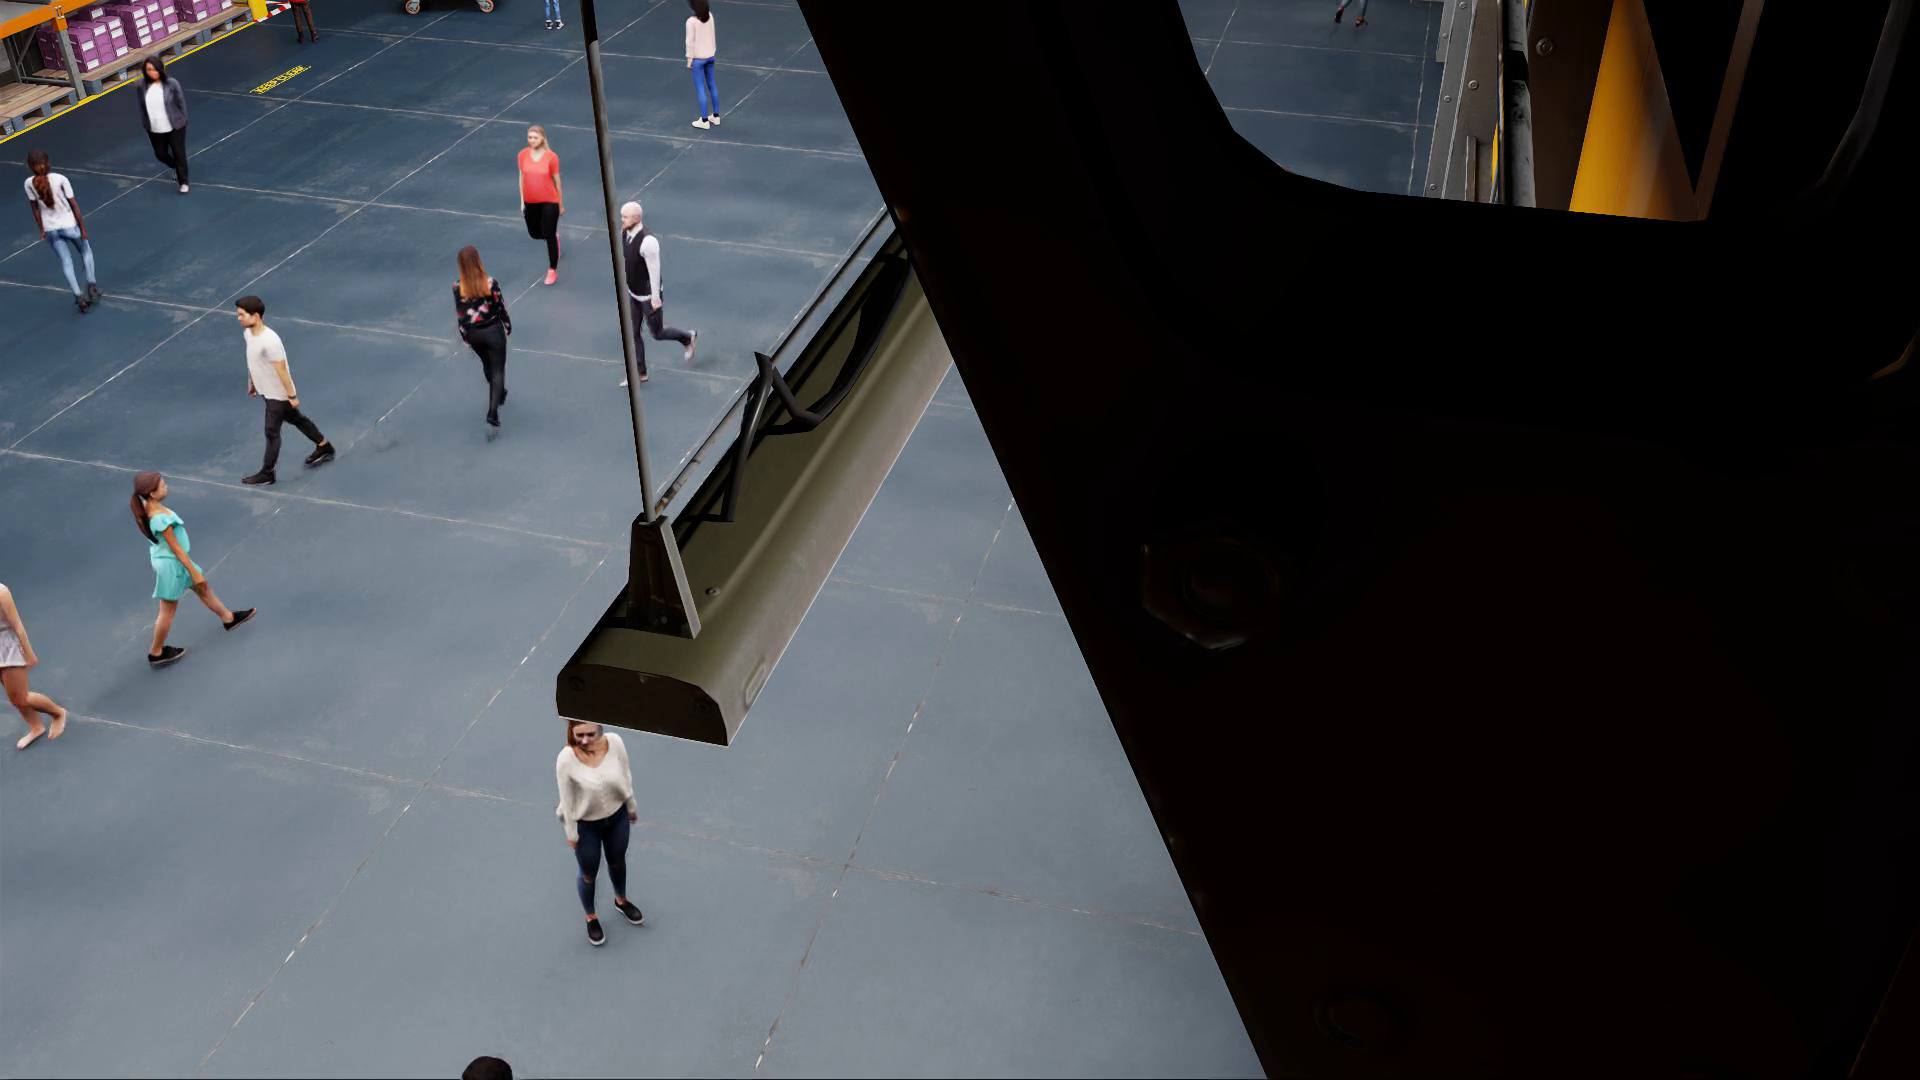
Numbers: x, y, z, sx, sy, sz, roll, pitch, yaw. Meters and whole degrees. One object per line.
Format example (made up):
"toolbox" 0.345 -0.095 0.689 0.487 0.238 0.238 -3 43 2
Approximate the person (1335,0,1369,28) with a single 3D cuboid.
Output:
"person" 6.003 -8.581 25.154 0.991 1.666 0.907 -21 39 -29

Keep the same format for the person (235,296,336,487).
"person" -5.773 -1.317 14.214 1.182 1.680 1.031 -25 41 -33

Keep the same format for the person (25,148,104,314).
"person" -9.128 -3.119 16.894 0.754 1.714 0.811 -9 35 -13

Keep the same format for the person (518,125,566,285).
"person" -4.407 -3.596 17.642 0.694 1.681 0.970 3 34 5

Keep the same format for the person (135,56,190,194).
"person" -9.435 -4.955 19.773 0.857 1.585 0.946 -7 34 -10

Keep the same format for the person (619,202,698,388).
"person" -2.890 -2.309 15.602 1.216 1.795 1.029 -28 43 -36

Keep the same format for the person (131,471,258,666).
"person" -5.774 0.226 12.041 1.127 1.516 0.943 -26 42 -34

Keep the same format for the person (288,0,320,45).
"person" -9.828 -8.051 24.704 0.586 1.281 0.633 -12 36 -18

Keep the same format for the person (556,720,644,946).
"person" -2.122 1.639 9.756 0.691 1.693 0.765 -21 39 -28

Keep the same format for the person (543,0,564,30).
"person" -6.250 -8.415 25.306 0.583 1.222 0.587 -3 34 -5

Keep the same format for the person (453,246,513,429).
"person" -4.279 -1.804 14.974 0.777 1.650 1.128 1 34 1

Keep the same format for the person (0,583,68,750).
"person" -6.428 0.678 11.279 0.608 1.605 0.604 14 36 20

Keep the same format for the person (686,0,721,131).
"person" -3.325 -6.218 21.509 0.779 1.766 0.640 25 41 33
